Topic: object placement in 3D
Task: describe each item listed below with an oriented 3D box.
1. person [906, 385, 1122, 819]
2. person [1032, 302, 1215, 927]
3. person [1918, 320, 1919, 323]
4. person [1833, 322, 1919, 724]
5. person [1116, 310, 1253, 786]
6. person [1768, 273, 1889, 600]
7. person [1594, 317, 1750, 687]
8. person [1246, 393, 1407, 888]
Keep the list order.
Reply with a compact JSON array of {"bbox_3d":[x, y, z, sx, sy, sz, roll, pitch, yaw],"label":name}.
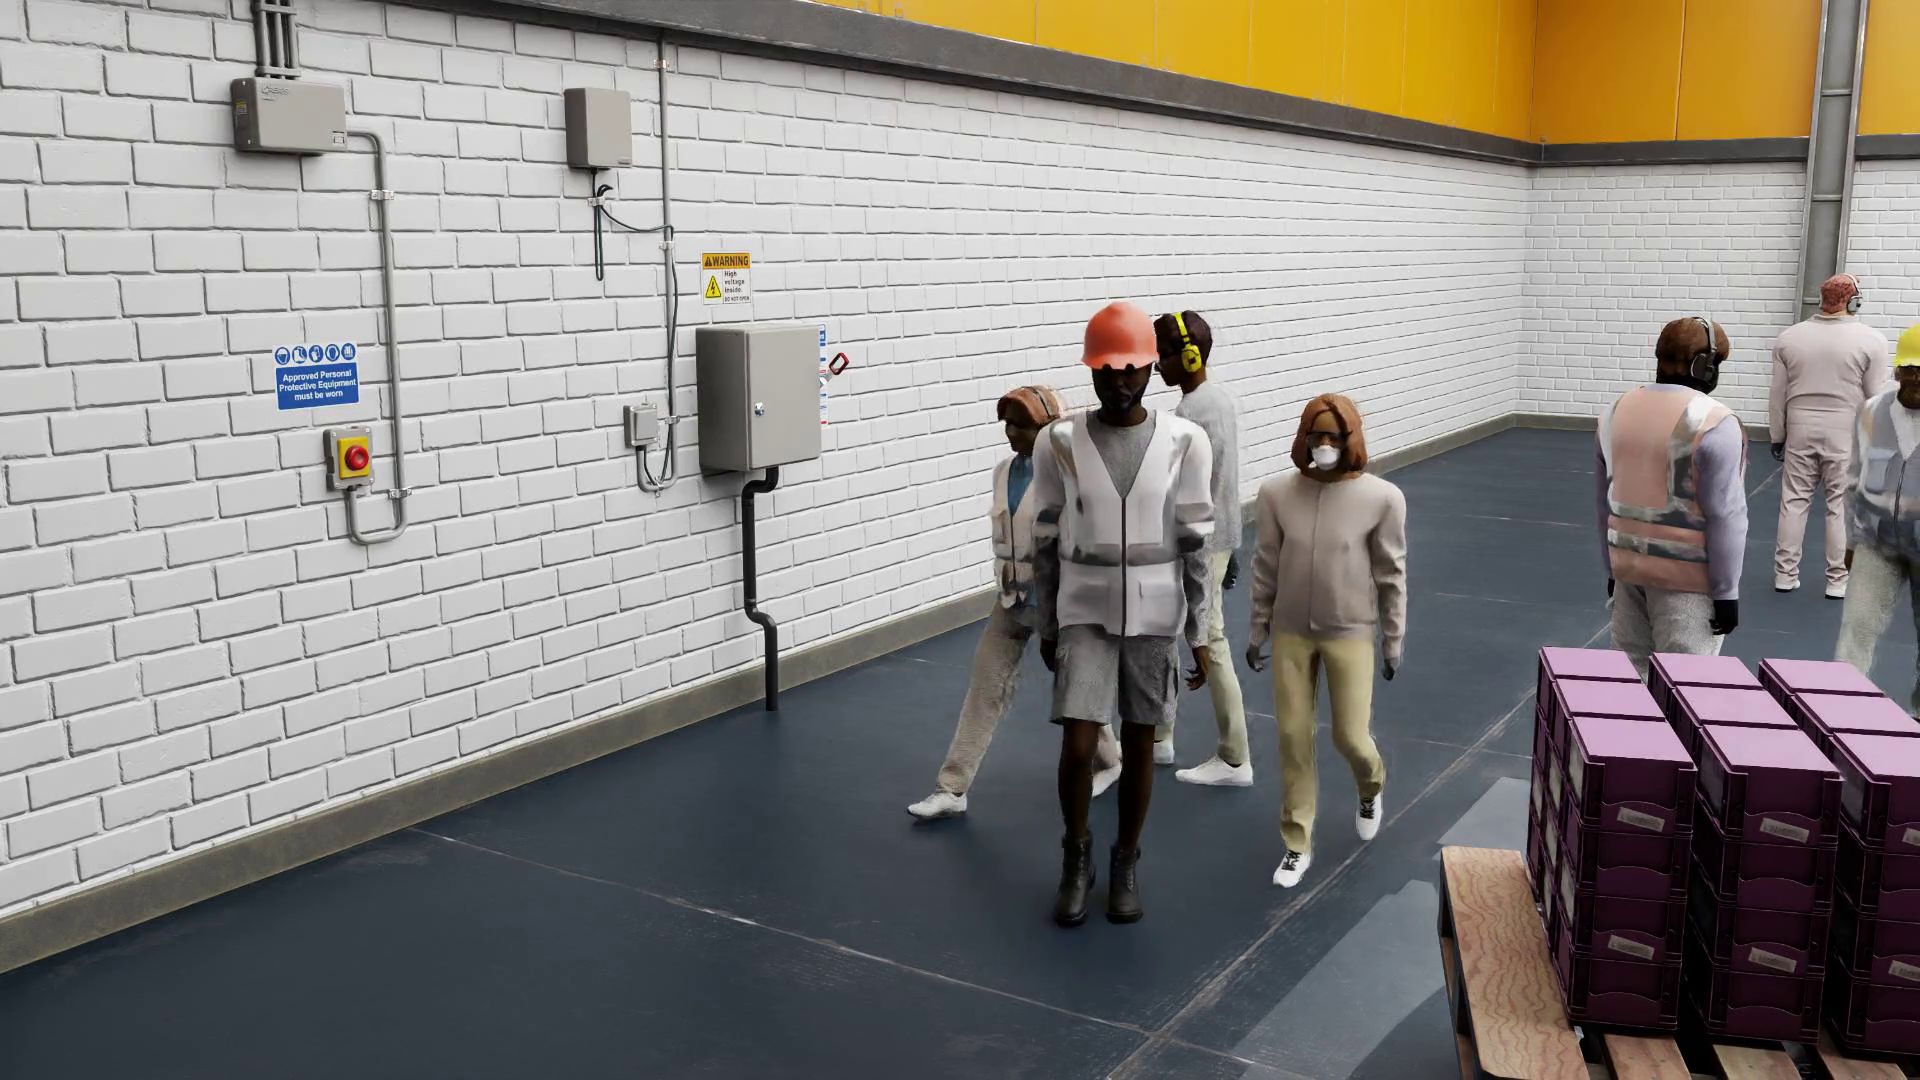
[{"bbox_3d":[0.271,0.229,6.061,0.896,1.587,0.514,-9,14,-41],"label":"person"},{"bbox_3d":[0.490,0.249,5.036,0.546,1.919,0.514,0,10,2],"label":"person"},{"bbox_3d":[7.246,-1.029,12.130,0.608,1.908,0.516,2,10,9],"label":"person"},{"bbox_3d":[3.792,0.019,6.685,0.931,1.774,0.595,-9,14,-42],"label":"person"},{"bbox_3d":[0.816,0.045,6.408,0.758,1.833,0.507,3,11,16],"label":"person"},{"bbox_3d":[5.118,-0.607,9.804,0.407,1.906,0.654,-9,14,-41],"label":"person"},{"bbox_3d":[2.519,0.137,5.879,0.429,1.838,0.622,-4,11,-21],"label":"person"},{"bbox_3d":[1.220,0.314,5.507,0.510,1.621,0.520,6,12,28],"label":"person"}]
